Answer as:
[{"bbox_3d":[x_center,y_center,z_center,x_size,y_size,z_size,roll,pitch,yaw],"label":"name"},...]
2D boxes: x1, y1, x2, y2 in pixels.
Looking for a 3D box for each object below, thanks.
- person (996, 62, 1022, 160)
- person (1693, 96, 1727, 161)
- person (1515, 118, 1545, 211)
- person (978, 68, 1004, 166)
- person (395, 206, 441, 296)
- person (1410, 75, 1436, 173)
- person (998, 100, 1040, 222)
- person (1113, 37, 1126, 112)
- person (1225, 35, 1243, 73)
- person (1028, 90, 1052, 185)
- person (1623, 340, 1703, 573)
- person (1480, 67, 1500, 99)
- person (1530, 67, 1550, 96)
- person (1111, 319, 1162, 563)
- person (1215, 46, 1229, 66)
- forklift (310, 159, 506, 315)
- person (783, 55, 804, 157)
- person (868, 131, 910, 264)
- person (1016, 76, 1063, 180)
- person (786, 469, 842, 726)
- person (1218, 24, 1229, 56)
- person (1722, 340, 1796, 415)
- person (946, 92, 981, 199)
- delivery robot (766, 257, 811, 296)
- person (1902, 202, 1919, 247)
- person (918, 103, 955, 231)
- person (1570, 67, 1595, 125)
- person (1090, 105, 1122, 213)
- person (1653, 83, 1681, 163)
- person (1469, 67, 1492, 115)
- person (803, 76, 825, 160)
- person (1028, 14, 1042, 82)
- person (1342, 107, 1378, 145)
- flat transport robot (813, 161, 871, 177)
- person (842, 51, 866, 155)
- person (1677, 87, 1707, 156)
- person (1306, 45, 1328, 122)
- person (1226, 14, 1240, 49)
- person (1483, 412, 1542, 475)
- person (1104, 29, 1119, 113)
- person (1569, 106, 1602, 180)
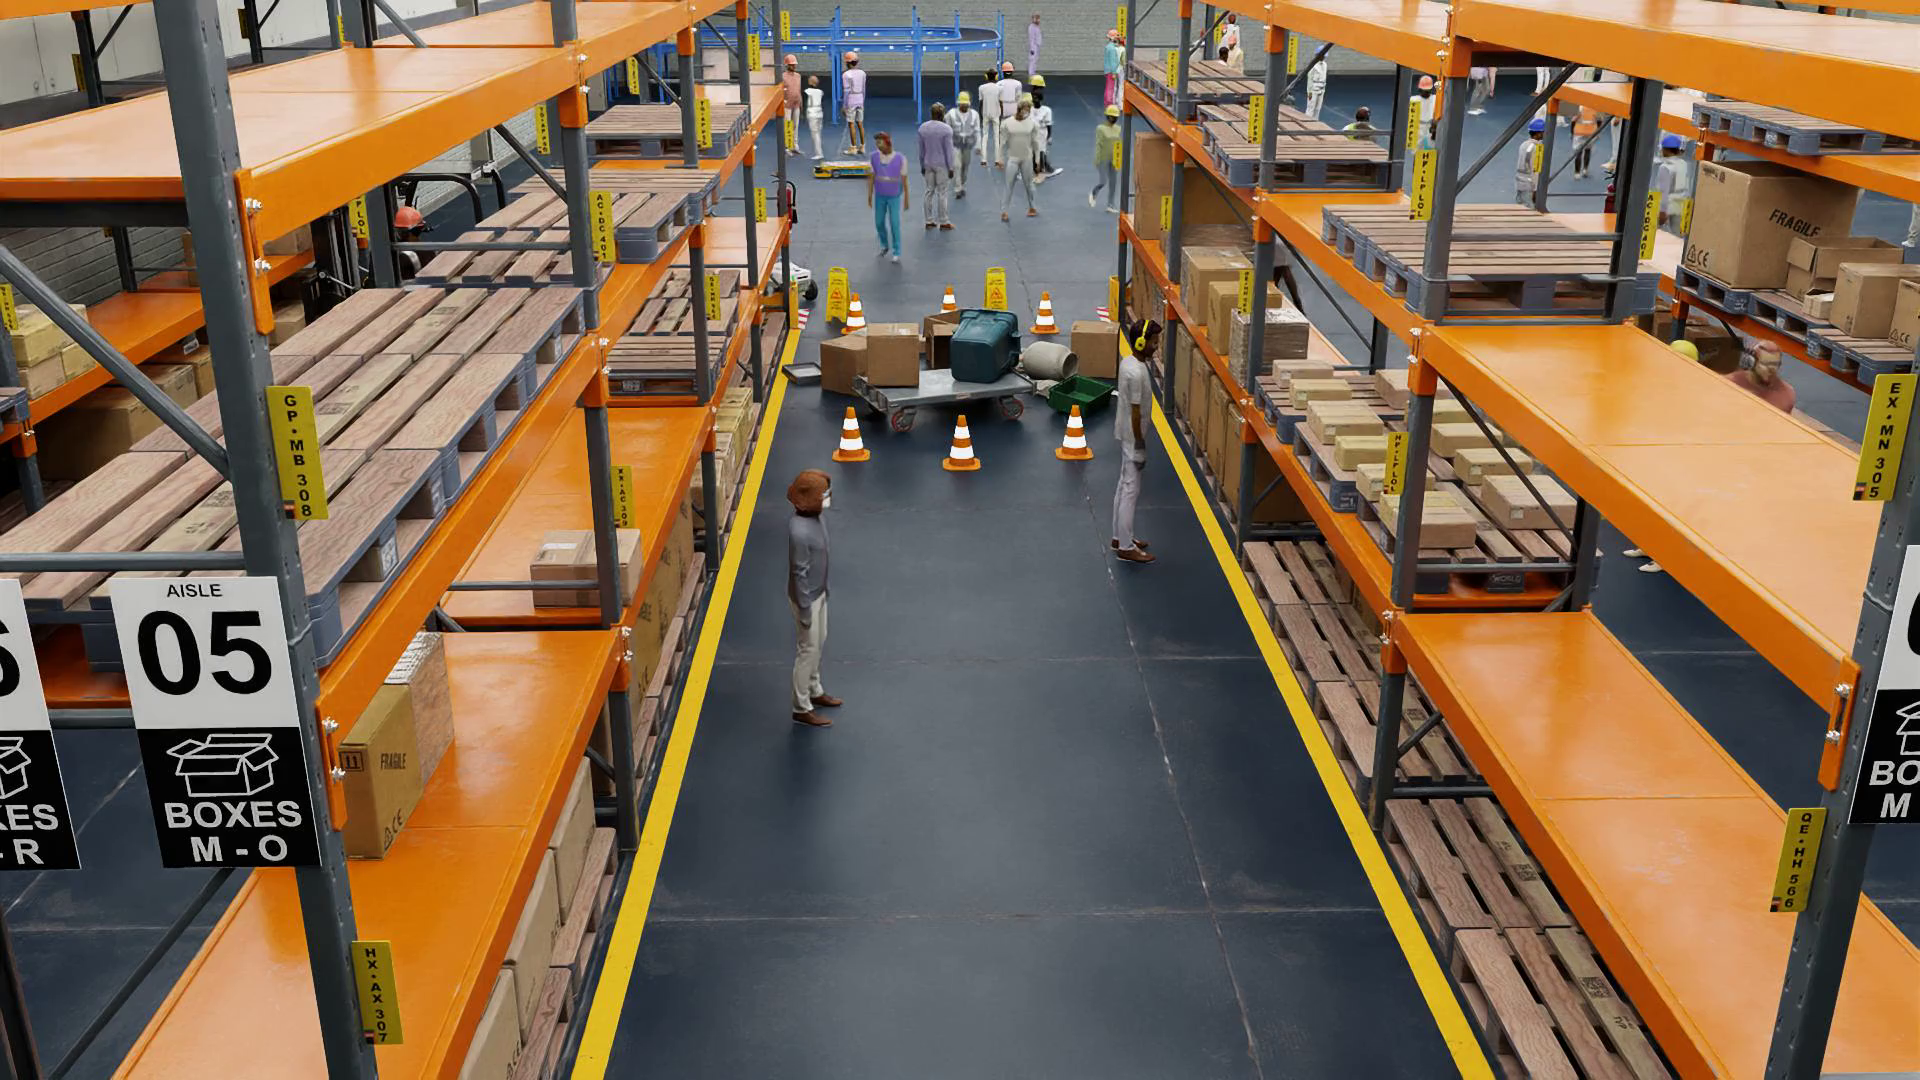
[{"bbox_3d":[0.938,-8.406,32.732,0.543,1.929,0.386,-2,21,-5],"label":"person"},{"bbox_3d":[12.649,-6.588,28.007,0.532,1.868,0.310,9,22,22],"label":"person"},{"bbox_3d":[8.164,-5.062,23.859,0.389,1.949,0.604,-1,21,-3],"label":"person"},{"bbox_3d":[0.601,-8.207,32.308,0.504,1.861,0.329,2,21,6],"label":"person"},{"bbox_3d":[-5.260,-2.220,16.218,0.379,2.045,0.605,6,21,15],"label":"person"},{"bbox_3d":[8.138,-7.146,29.267,0.621,2.021,0.528,-2,21,-4],"label":"person"},{"bbox_3d":[0.947,-6.098,26.686,0.697,1.902,0.692,-1,21,-3],"label":"person"},{"bbox_3d":[3.945,-11.504,41.031,0.390,1.846,0.565,-9,22,-22],"label":"person"},{"bbox_3d":[6.685,-11.465,40.901,0.564,1.891,0.838,9,23,24],"label":"person"},{"bbox_3d":[1.359,-7.264,30.054,0.548,1.675,0.571,11,24,27],"label":"person"},{"bbox_3d":[5.268,-0.627,12.394,0.309,1.769,0.524,1,21,3],"label":"person"},{"bbox_3d":[14.045,-12.712,44.220,0.653,1.857,0.978,3,21,7],"label":"person"},{"bbox_3d":[15.653,-12.907,44.620,0.627,1.934,0.371,-13,25,-32],"label":"person"},{"bbox_3d":[1.335,-0.756,12.605,0.328,1.862,0.517,-1,21,-2],"label":"person"},{"bbox_3d":[5.725,-9.925,36.778,0.399,1.909,0.599,-5,21,-13],"label":"person"},{"bbox_3d":[-5.622,-2.910,17.832,2.313,2.155,1.214,-1,21,-1],"label":"forklift"},{"bbox_3d":[-3.408,-8.777,33.616,0.378,1.996,0.611,18,27,39],"label":"person"},{"bbox_3d":[-0.975,-4.855,23.508,0.654,1.821,0.589,9,23,23],"label":"person"},{"bbox_3d":[1.407,-7.603,30.686,1.016,1.868,0.598,-10,23,-25],"label":"person"},{"bbox_3d":[-0.898,0.340,10.037,0.278,1.621,0.511,3,21,8],"label":"person"},{"bbox_3d":[7.337,-13.521,46.492,0.341,1.750,0.566,-4,21,-10],"label":"person"},{"bbox_3d":[5.657,-0.574,12.118,0.647,1.869,0.942,2,21,6],"label":"person"},{"bbox_3d":[0.064,-6.773,28.596,0.610,1.787,0.887,-3,21,-7],"label":"person"},{"bbox_3d":[-2.228,-3.367,21.189,0.477,0.478,0.707,-19,28,-41],"label":"delivery robot"},{"bbox_3d":[14.266,-5.190,24.501,0.486,1.736,0.320,0,21,1],"label":"person"},{"bbox_3d":[-0.361,-5.783,25.787,0.628,1.937,0.378,14,25,33],"label":"person"},{"bbox_3d":[14.511,-10.483,38.645,0.508,1.621,0.279,-14,25,-32],"label":"person"},{"bbox_3d":[2.414,-6.263,27.305,0.533,1.746,0.503,-11,24,-28],"label":"person"},{"bbox_3d":[13.871,-8.276,32.687,0.731,1.698,0.502,0,21,-1],"label":"person"},{"bbox_3d":[12.732,-11.312,40.439,0.578,1.904,0.610,16,26,36],"label":"person"},{"bbox_3d":[-2.881,-8.443,33.279,0.469,1.613,0.567,19,28,40],"label":"person"},{"bbox_3d":[2.182,-14.247,48.196,0.400,1.910,0.643,6,22,16],"label":"person"},{"bbox_3d":[6.261,-5.850,26.095,0.626,1.844,0.429,14,25,32],"label":"person"},{"bbox_3d":[-2.032,-6.982,31.271,1.431,0.197,0.652,-2,21,-6],"label":"flat transport robot"},{"bbox_3d":[-2.173,-8.861,33.773,0.390,2.041,0.614,17,26,37],"label":"person"},{"bbox_3d":[14.857,-8.724,33.662,0.588,1.872,0.378,14,25,33],"label":"person"},{"bbox_3d":[7.846,-9.868,36.571,0.602,1.944,0.397,-19,28,-41],"label":"person"},{"bbox_3d":[7.908,-14.374,48.569,0.575,1.883,0.355,15,25,34],"label":"person"},{"bbox_3d":[4.364,-0.836,12.874,0.626,1.813,0.463,5,21,14],"label":"person"},{"bbox_3d":[3.713,-11.458,40.704,0.381,1.994,0.619,-3,21,-7],"label":"person"},{"bbox_3d":[11.502,-7.502,30.668,0.552,1.680,0.497,3,21,7],"label":"person"}]
